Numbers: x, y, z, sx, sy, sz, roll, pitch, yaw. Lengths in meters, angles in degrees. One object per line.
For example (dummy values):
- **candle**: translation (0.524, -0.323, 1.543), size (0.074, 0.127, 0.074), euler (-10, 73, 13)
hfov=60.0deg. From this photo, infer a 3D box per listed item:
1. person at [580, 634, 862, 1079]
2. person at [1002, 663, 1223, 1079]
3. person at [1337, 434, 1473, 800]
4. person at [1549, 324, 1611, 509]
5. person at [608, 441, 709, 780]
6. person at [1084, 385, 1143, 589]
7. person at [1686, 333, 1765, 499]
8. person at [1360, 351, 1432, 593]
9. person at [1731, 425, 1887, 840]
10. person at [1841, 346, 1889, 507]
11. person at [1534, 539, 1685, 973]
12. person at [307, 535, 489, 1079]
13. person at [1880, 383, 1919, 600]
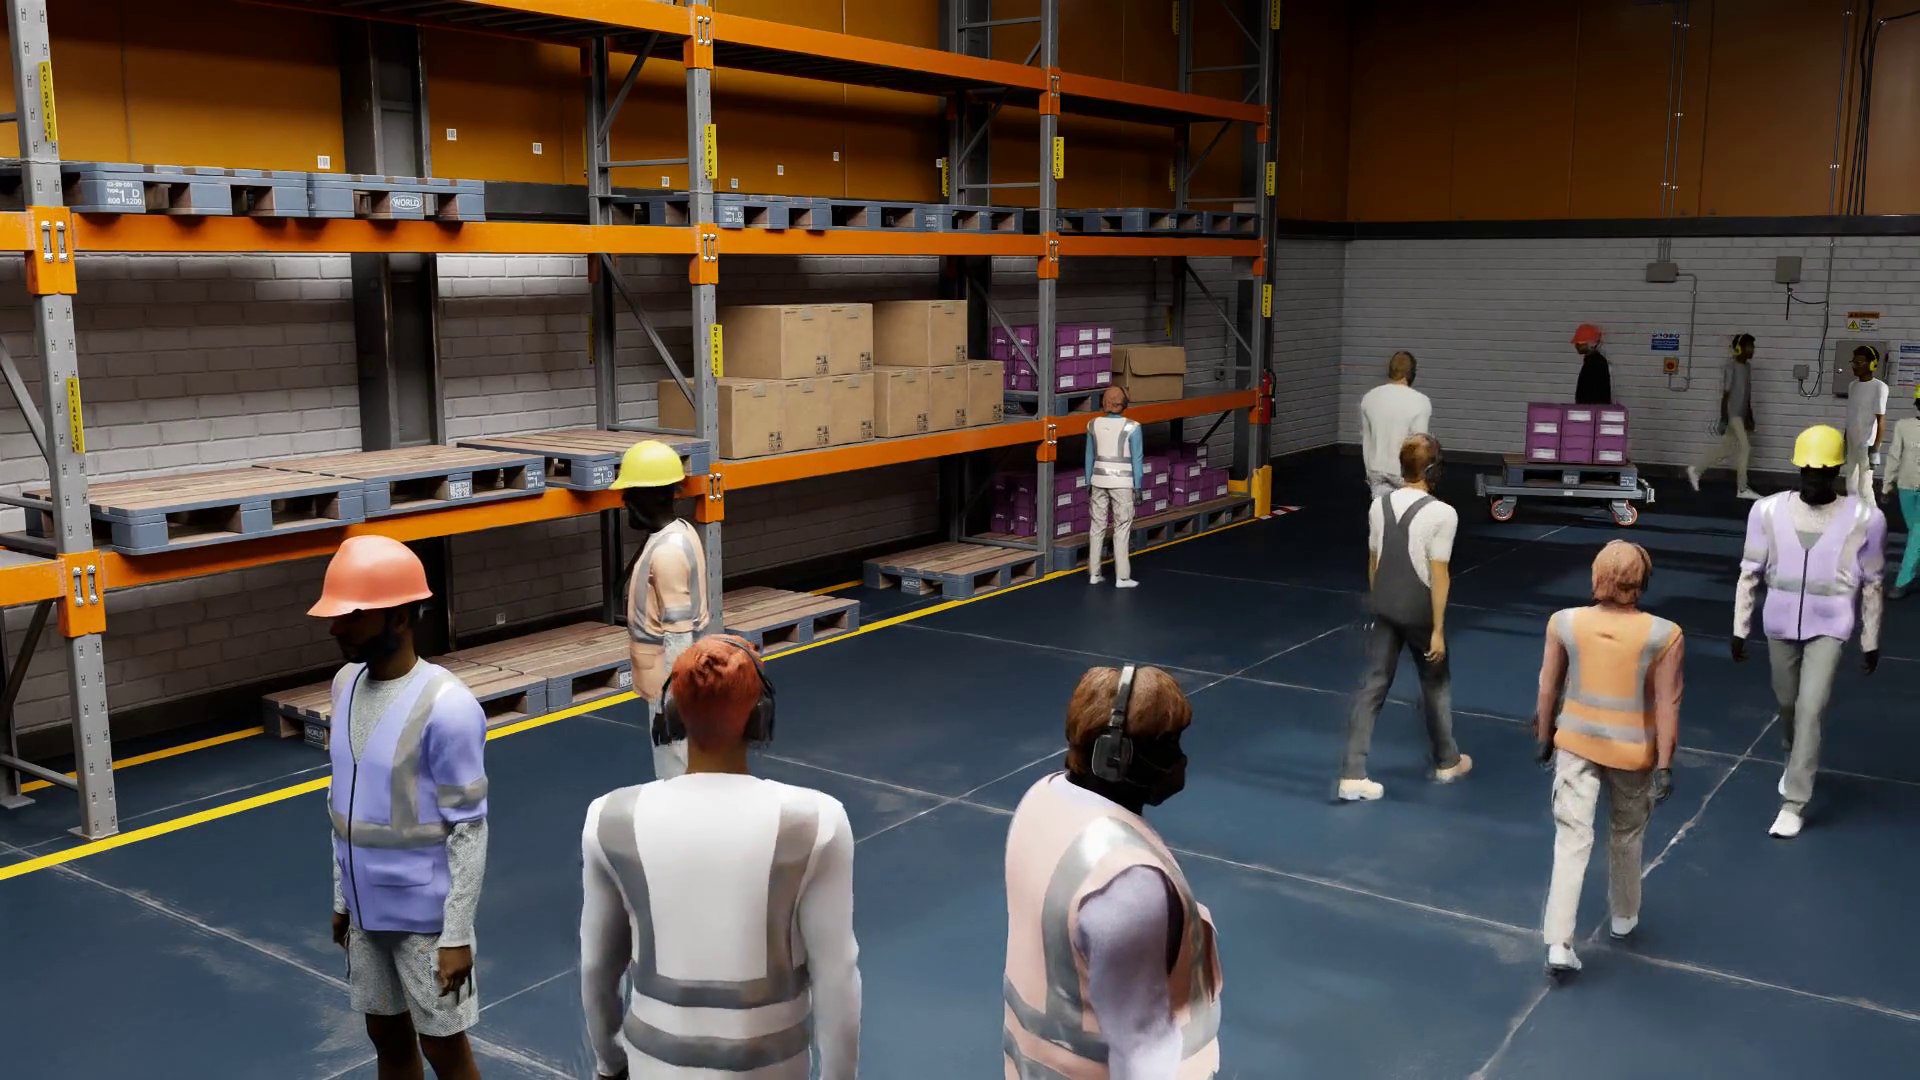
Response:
- **person**: translation (-0.499, 1.099, 3.645), size (0.606, 1.850, 0.869), euler (0, 10, 1)
- **person**: translation (0.307, 1.152, 3.385), size (0.430, 1.840, 0.621), euler (-2, 10, -13)
- **person**: translation (2.198, 0.374, 8.155), size (0.960, 1.798, 0.526), euler (-8, 12, -39)
- **person**: translation (6.582, -1.300, 17.619), size (0.828, 1.955, 0.643), euler (5, 11, 29)
- **person**: translation (-1.184, 0.563, 6.626), size (0.377, 1.923, 0.595), euler (-2, 10, -9)
- **person**: translation (1.234, -0.429, 13.396), size (0.526, 1.637, 0.309), euler (7, 12, 36)
- **person**: translation (8.579, -1.388, 18.526), size (0.819, 1.839, 0.518), euler (8, 13, 41)
- **person**: translation (3.459, -0.530, 13.148), size (0.639, 1.923, 0.537), euler (9, 13, 42)
- **person**: translation (4.007, 0.384, 7.848), size (0.606, 1.879, 0.984), euler (8, 12, 39)
- **person**: translation (8.231, -0.842, 15.203), size (0.318, 1.862, 0.519), euler (-1, 10, -3)
- **person**: translation (2.394, 0.800, 6.212), size (0.531, 1.594, 0.846), euler (6, 11, 31)
- **person**: translation (-1.464, 0.943, 4.331), size (0.548, 1.938, 0.358), euler (6, 11, 33)
- **person**: translation (7.561, -0.416, 13.072), size (0.887, 1.725, 0.534), euler (-6, 11, -32)
